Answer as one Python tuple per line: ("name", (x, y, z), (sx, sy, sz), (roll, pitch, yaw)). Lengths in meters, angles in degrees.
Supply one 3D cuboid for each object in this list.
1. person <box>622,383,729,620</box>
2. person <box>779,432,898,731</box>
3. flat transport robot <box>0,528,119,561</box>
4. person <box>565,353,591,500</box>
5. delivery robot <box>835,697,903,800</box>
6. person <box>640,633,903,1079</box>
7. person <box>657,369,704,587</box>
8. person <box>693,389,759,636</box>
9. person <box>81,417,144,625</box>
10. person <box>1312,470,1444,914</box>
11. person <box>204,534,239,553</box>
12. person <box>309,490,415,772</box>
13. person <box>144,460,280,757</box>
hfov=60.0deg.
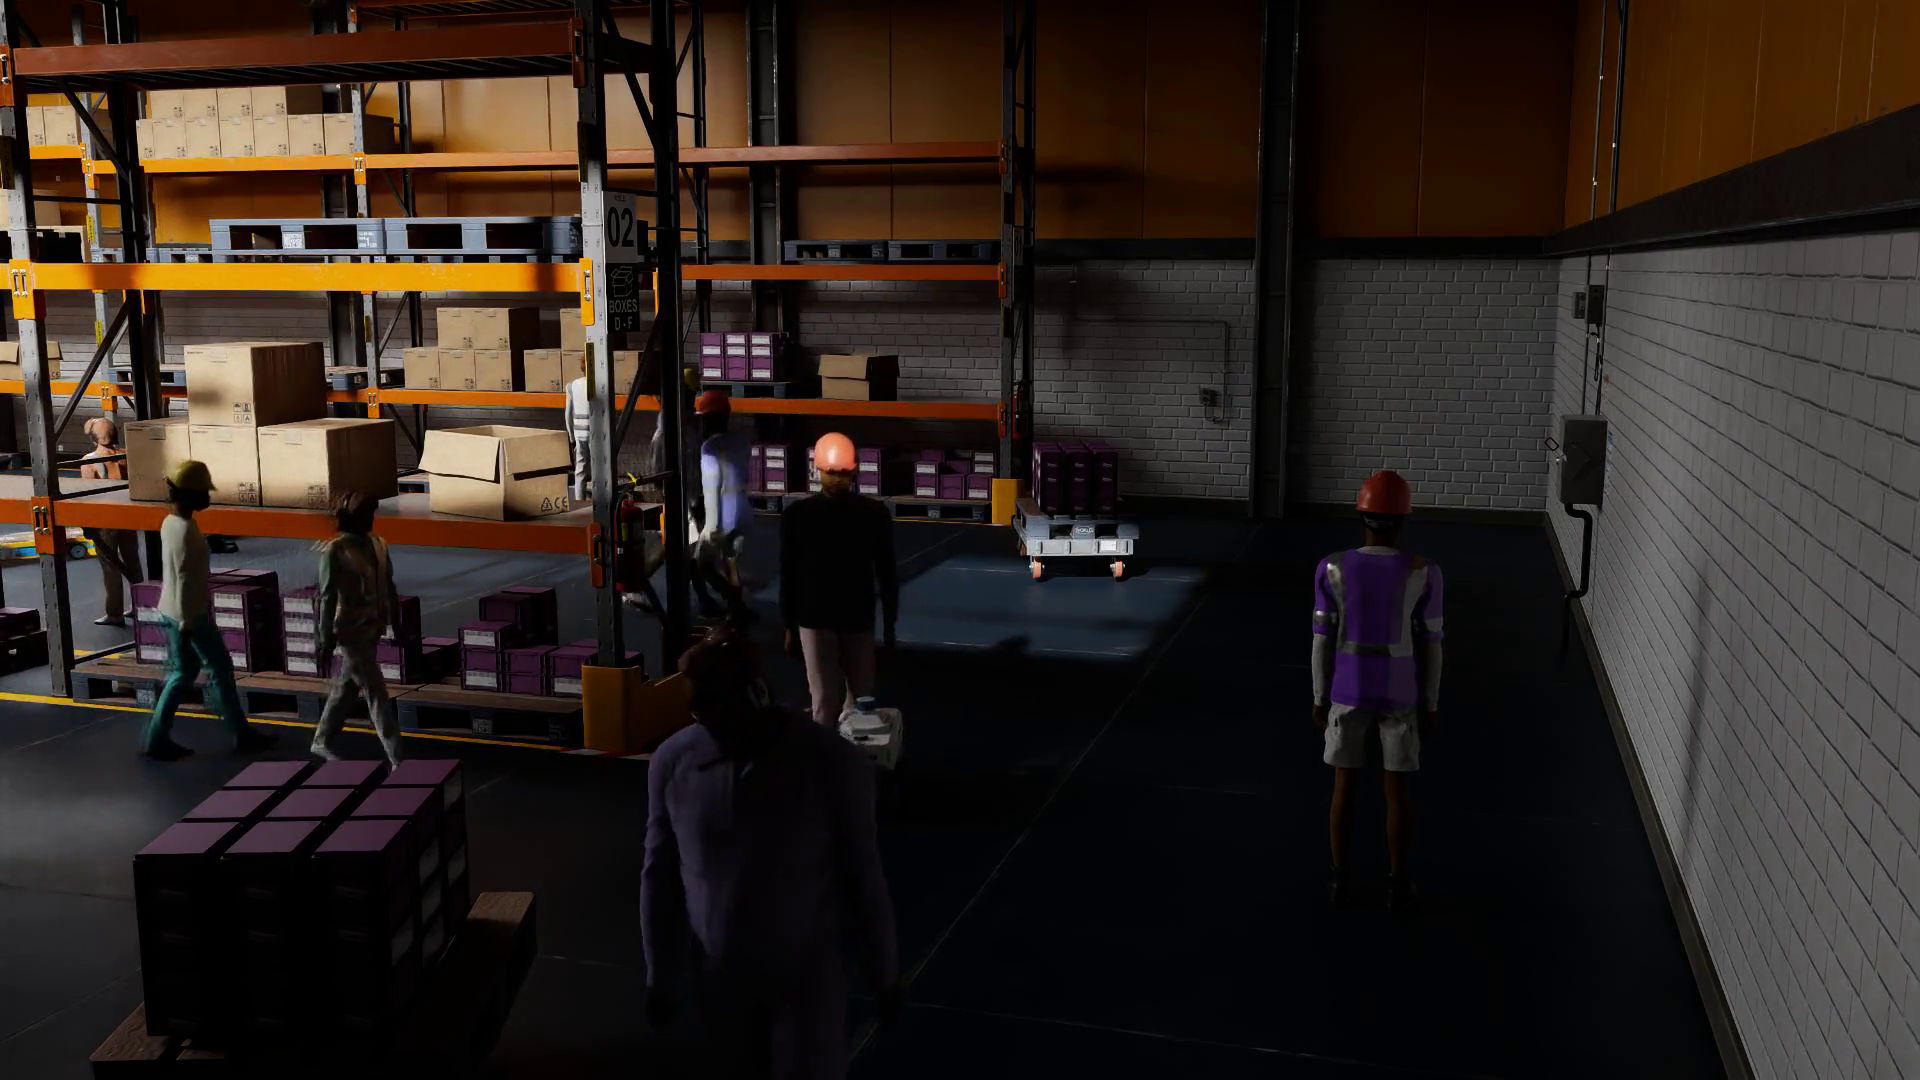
("person", (-2.295, -0.315, 13.259), (0.956, 1.929, 0.609), (1, 9, 3))
("person", (-0.647, 0.397, 8.777), (0.626, 1.971, 0.771), (-2, 9, -9))
("flat transport robot", (-8.924, 0.055, 16.022), (1.431, 0.197, 0.652), (-7, 12, -38))
("person", (-4.055, -1.122, 18.290), (0.584, 1.883, 0.337), (4, 10, 22))
("delivery robot", (-0.491, 1.064, 8.715), (0.477, 0.478, 0.707), (0, 9, 2))
("person", (-0.510, 1.146, 4.564), (0.716, 1.859, 0.776), (2, 10, 11))
("person", (-2.428, -0.556, 14.738), (0.381, 1.918, 0.584), (4, 10, 21))
("person", (-1.740, -0.165, 12.364), (0.503, 1.915, 0.543), (6, 11, 31))
("person", (-6.685, -0.148, 13.108), (0.311, 1.636, 0.523), (3, 10, 16))
("person", (1.811, 0.662, 7.255), (0.552, 1.936, 0.358), (3, 10, 17))
("person", (-7.369, -0.838, 16.397), (0.354, 1.939, 0.544), (-4, 10, -25))
("person", (-3.329, 0.511, 9.216), (0.851, 1.596, 0.530), (2, 10, 14))
("person", (-4.345, 0.403, 9.517), (0.729, 1.718, 0.554), (-7, 12, -37))
